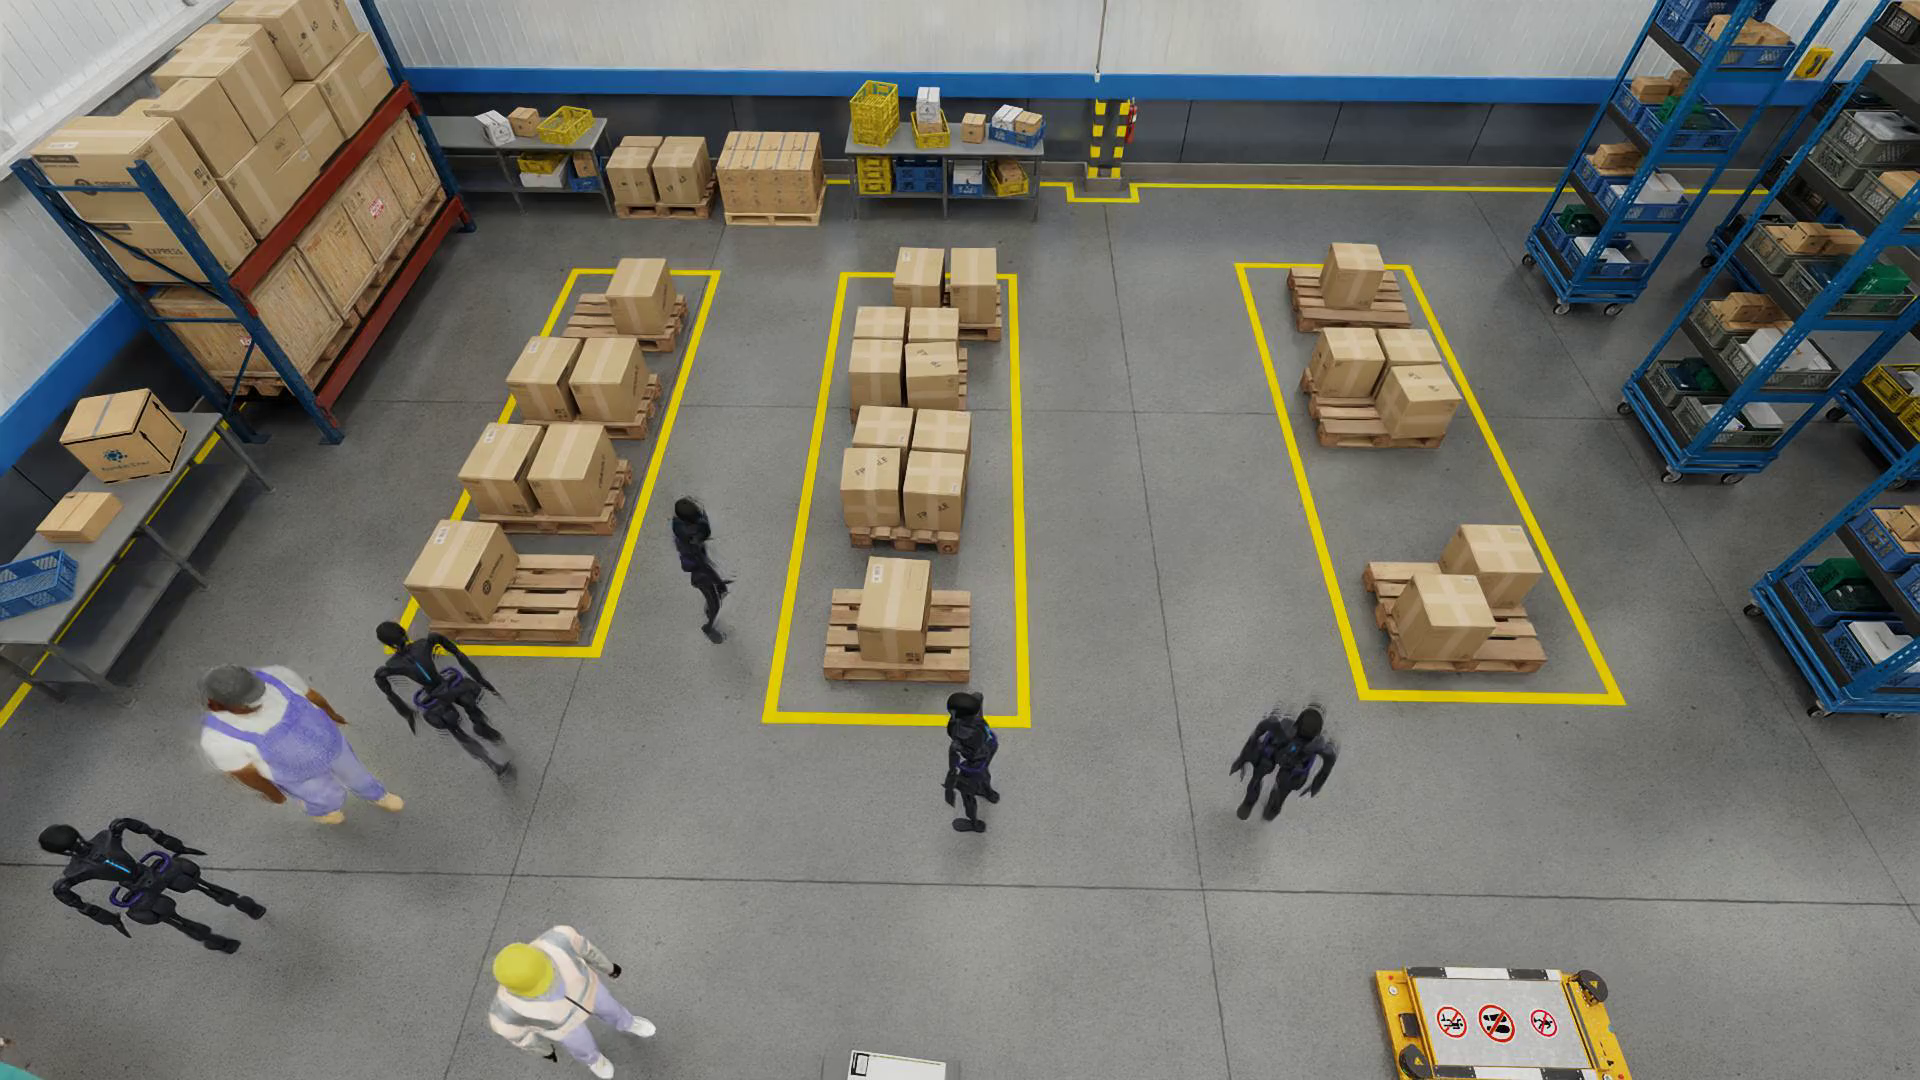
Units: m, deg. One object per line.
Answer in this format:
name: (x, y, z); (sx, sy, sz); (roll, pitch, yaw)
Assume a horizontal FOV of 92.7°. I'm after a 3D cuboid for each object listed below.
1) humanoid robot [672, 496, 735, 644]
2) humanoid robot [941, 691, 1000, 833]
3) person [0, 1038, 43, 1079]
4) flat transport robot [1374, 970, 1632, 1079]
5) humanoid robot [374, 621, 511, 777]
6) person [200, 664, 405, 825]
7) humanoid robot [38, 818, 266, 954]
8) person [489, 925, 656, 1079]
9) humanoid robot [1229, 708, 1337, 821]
humanoid robot: (-2.101, 0.136, 7.478); (0.384, 1.629, 0.644); (-17, 53, -13)
humanoid robot: (0.071, 1.519, 6.342); (0.365, 1.648, 0.596); (19, 53, 15)
person: (-5.508, 3.068, 5.051); (0.892, 1.710, 0.591); (10, 51, 8)
flat transport robot: (3.501, 3.133, 5.914); (1.431, 0.197, 0.652); (1, 51, 1)
humanoid robot: (-3.687, 1.178, 6.617); (0.576, 1.631, 0.592); (28, 56, 21)
person: (-4.450, 1.409, 6.195); (0.579, 2.000, 0.695); (10, 52, 8)
humanoid robot: (-5.110, 2.188, 5.792); (0.328, 1.652, 0.579); (14, 52, 11)
person: (-2.226, 2.658, 5.253); (0.371, 1.929, 0.589); (18, 53, 14)
humanoid robot: (2.189, 1.577, 6.293); (0.573, 1.635, 0.429); (30, 57, 22)
